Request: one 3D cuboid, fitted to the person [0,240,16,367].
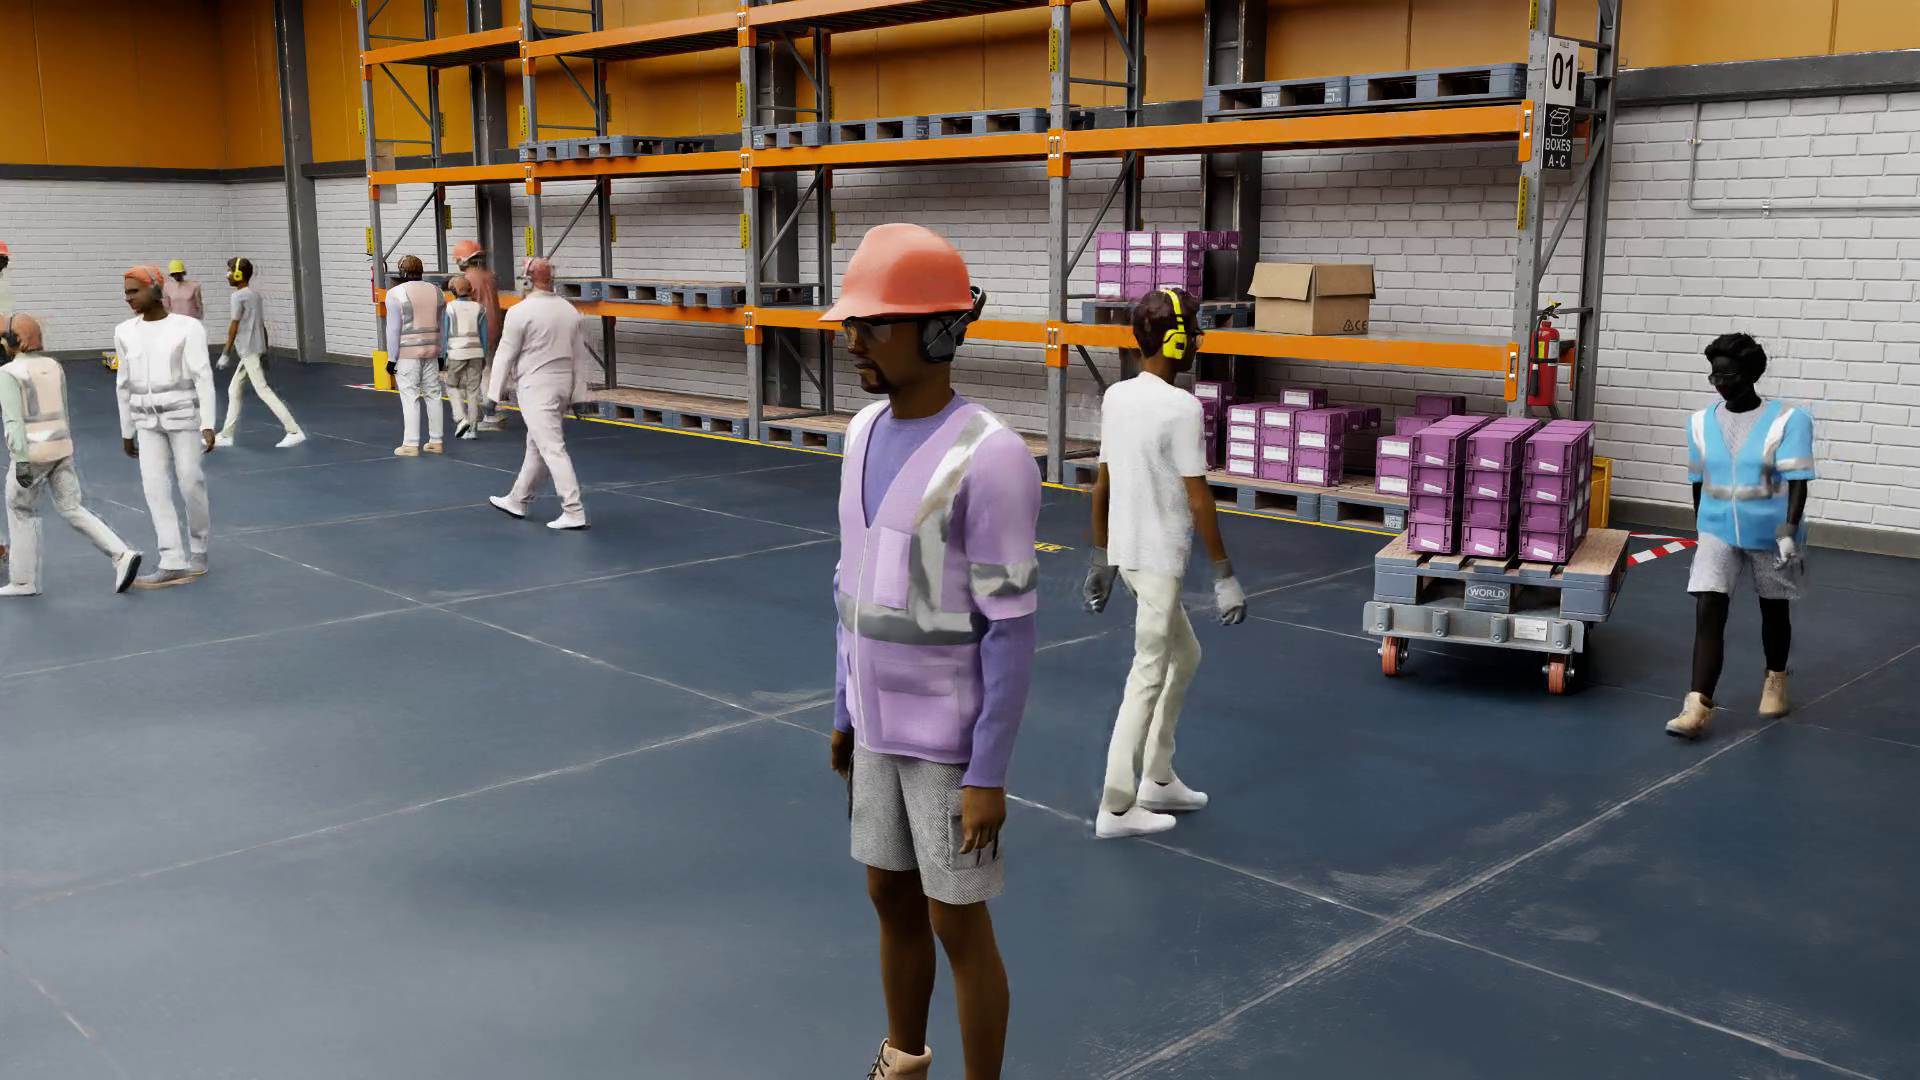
[{"bbox_3d":[-10.596,-2.313,18.308,0.540,1.983,0.634,-1,10,-7],"label":"person"}]

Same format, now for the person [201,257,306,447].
[{"bbox_3d":[-6.775,-1.779,15.885,1.001,1.824,0.514,-1,10,-6],"label":"person"}]

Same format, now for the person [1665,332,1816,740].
[{"bbox_3d":[3.192,-0.024,6.776,0.535,1.635,0.917,9,14,41],"label":"person"}]

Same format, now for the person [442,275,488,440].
[{"bbox_3d":[-4.901,-1.793,16.439,0.532,1.622,0.363,-8,13,-37],"label":"person"}]

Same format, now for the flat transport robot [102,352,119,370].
[{"bbox_3d":[-12.676,-2.757,25.405,0.652,0.197,1.431,-6,12,-31],"label":"flat transport robot"}]

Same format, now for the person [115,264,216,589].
[{"bbox_3d":[-4.599,-0.670,9.715,0.655,1.853,0.672,1,10,3],"label":"person"}]

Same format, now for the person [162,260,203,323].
[{"bbox_3d":[-10.768,-3.033,23.047,0.528,1.689,0.969,-4,11,-20],"label":"person"}]

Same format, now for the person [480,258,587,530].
[{"bbox_3d":[-2.983,-1.008,11.531,0.979,1.859,0.644,5,11,23],"label":"person"}]

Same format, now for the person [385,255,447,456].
[{"bbox_3d":[-5.029,-1.698,15.350,0.429,1.843,0.632,7,13,34],"label":"person"}]

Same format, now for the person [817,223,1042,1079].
[{"bbox_3d":[-0.098,0.381,3.459,0.375,2.043,0.610,-8,13,-36],"label":"person"}]

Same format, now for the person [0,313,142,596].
[{"bbox_3d":[-5.063,-0.467,9.294,0.754,1.605,0.529,1,10,8],"label":"person"}]

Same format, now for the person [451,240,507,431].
[{"bbox_3d":[-4.981,-2.105,17.196,0.467,1.970,0.639,2,11,12],"label":"person"}]

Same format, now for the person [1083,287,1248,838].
[{"bbox_3d":[0.732,0.092,5.572,0.658,1.848,0.523,-4,11,-20],"label":"person"}]

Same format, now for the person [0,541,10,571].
[{"bbox_3d":[-5.993,-0.636,9.489,0.644,1.896,0.970,4,11,18],"label":"person"}]
